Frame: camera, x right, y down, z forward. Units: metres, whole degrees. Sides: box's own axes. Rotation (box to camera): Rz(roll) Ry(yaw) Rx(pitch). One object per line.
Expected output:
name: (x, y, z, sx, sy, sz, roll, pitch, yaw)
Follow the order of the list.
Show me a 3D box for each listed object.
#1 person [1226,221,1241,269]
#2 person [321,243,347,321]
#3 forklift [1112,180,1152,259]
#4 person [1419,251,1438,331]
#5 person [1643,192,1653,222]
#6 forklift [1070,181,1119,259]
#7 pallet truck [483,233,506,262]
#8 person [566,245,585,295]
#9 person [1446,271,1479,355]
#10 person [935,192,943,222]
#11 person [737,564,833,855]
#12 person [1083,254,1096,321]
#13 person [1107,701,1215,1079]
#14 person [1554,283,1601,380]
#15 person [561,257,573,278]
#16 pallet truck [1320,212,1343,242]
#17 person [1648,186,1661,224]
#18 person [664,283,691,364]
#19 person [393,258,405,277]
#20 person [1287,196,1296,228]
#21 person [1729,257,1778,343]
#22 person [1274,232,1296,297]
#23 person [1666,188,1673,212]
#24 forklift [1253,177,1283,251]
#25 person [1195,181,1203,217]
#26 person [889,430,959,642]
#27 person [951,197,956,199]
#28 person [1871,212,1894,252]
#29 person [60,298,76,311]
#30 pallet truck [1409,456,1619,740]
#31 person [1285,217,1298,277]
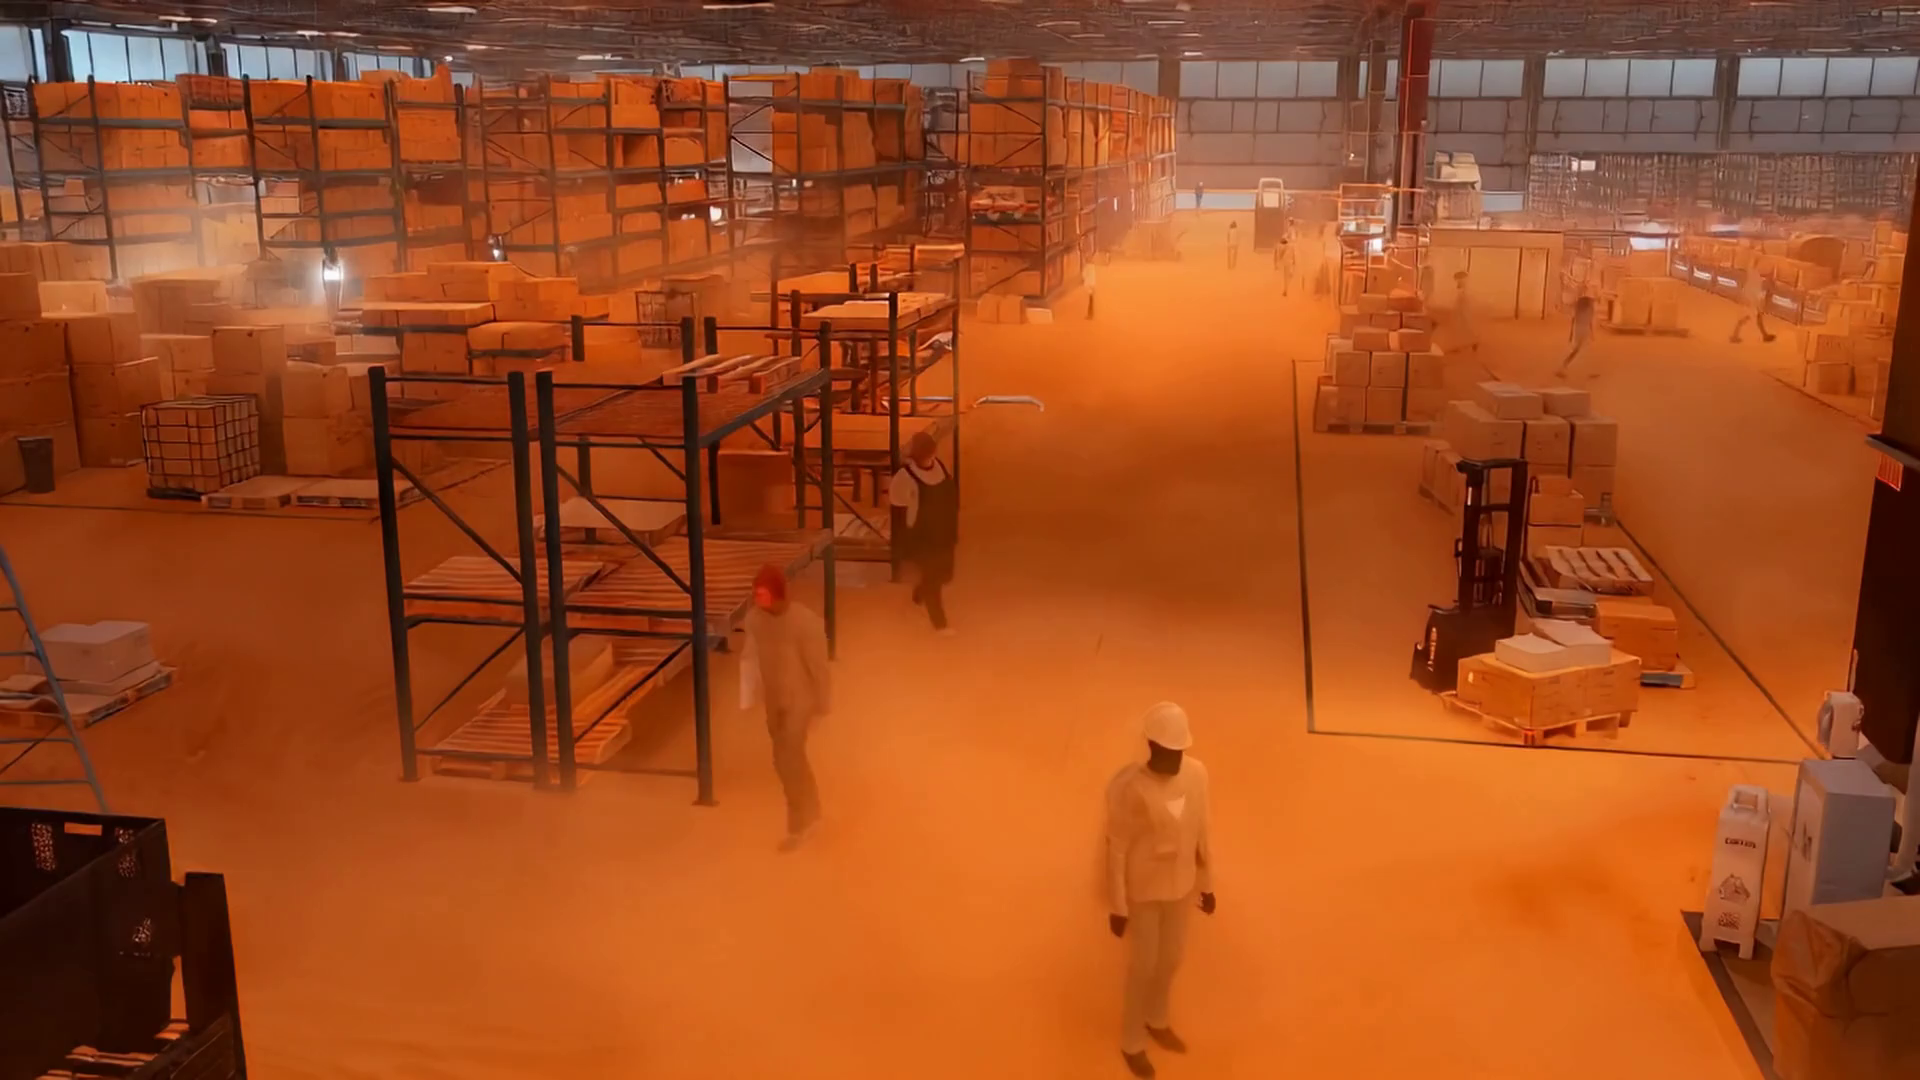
person: (9.290, -10.023, 56.504, 0.501, 1.623, 0.368, 2, 14, 6)
person: (-15.440, -6.376, 41.095, 0.587, 1.911, 0.397, -8, 16, -28)
forklift: (6.082, -11.722, 60.796, 1.873, 2.768, 1.129, 2, 14, 9)
person: (10.711, -5.671, 38.204, 0.464, 1.918, 0.561, 5, 15, 21)
person: (33.634, -16.198, 81.165, 0.722, 1.814, 0.595, 4, 14, 16)
forklift: (4.937, -11.652, 60.513, 1.873, 2.768, 1.129, 3, 14, 10)
pallet truck: (-11.832, -7.026, 43.548, 1.885, 1.965, 0.823, 8, 16, 28)
person: (-9.088, -6.007, 39.454, 0.476, 1.970, 0.637, -7, 15, -25)
person: (10.525, -4.722, 34.697, 0.557, 1.757, 0.530, 4, 14, 17)
person: (-1.106, -17.162, 85.086, 0.415, 1.821, 0.610, 2, 14, 10)
person: (-1.170, 1.083, 10.810, 0.642, 1.903, 0.694, 12, 18, 39)
person: (3.204, -6.235, 41.068, 0.315, 1.641, 0.515, 1, 14, 4)
person: (0.992, 1.708, 8.261, 0.593, 1.935, 0.404, -8, 16, -30)
person: (11.650, -3.902, 31.227, 0.977, 1.831, 0.528, -2, 14, -10)
person: (-9.402, -6.039, 40.295, 0.531, 1.630, 0.327, -10, 17, -35)
pallet truck: (15.874, -13.227, 70.310, 0.680, 1.201, 1.601, 10, 17, 35)
person: (33.307, -15.952, 79.791, 0.611, 1.996, 0.379, -1, 14, -4)
person: (-5.165, -3.697, 30.209, 0.843, 1.909, 0.630, 12, 18, 39)
person: (-13.098, -5.738, 38.935, 0.315, 1.695, 0.541, -5, 15, -19)
person: (14.828, -14.526, 74.498, 0.401, 1.746, 0.566, -9, 16, -31)
person: (17.582, -5.289, 36.721, 1.019, 1.882, 0.565, 3, 14, 12)
person: (9.203, -7.816, 47.126, 0.605, 1.819, 0.612, 0, 14, 1)
person: (35.831, -17.015, 84.479, 0.591, 1.810, 0.811, 1, 14, 2)
forklift: (12.083, -12.747, 64.956, 1.129, 2.768, 1.873, 3, 14, 10)
person: (13.107, -18.664, 90.932, 0.417, 1.937, 0.606, -7, 15, -25)
person: (-0.345, -0.100, 15.338, 0.707, 2.000, 0.761, -13, 19, -42)
person: (-0.208, -18.619, 90.963, 0.640, 1.828, 0.434, -5, 15, -19)
person: (31.605, -10.296, 57.032, 0.666, 1.892, 0.535, 4, 14, 17)
person: (-14.774, -3.054, 27.609, 0.881, 1.903, 0.649, -2, 14, -10)
pallet truck: (4.504, 0.400, 13.395, 0.823, 1.965, 1.885, -6, 15, -23)
person: (10.628, -9.396, 53.322, 0.411, 1.924, 0.544, 10, 17, 36)
